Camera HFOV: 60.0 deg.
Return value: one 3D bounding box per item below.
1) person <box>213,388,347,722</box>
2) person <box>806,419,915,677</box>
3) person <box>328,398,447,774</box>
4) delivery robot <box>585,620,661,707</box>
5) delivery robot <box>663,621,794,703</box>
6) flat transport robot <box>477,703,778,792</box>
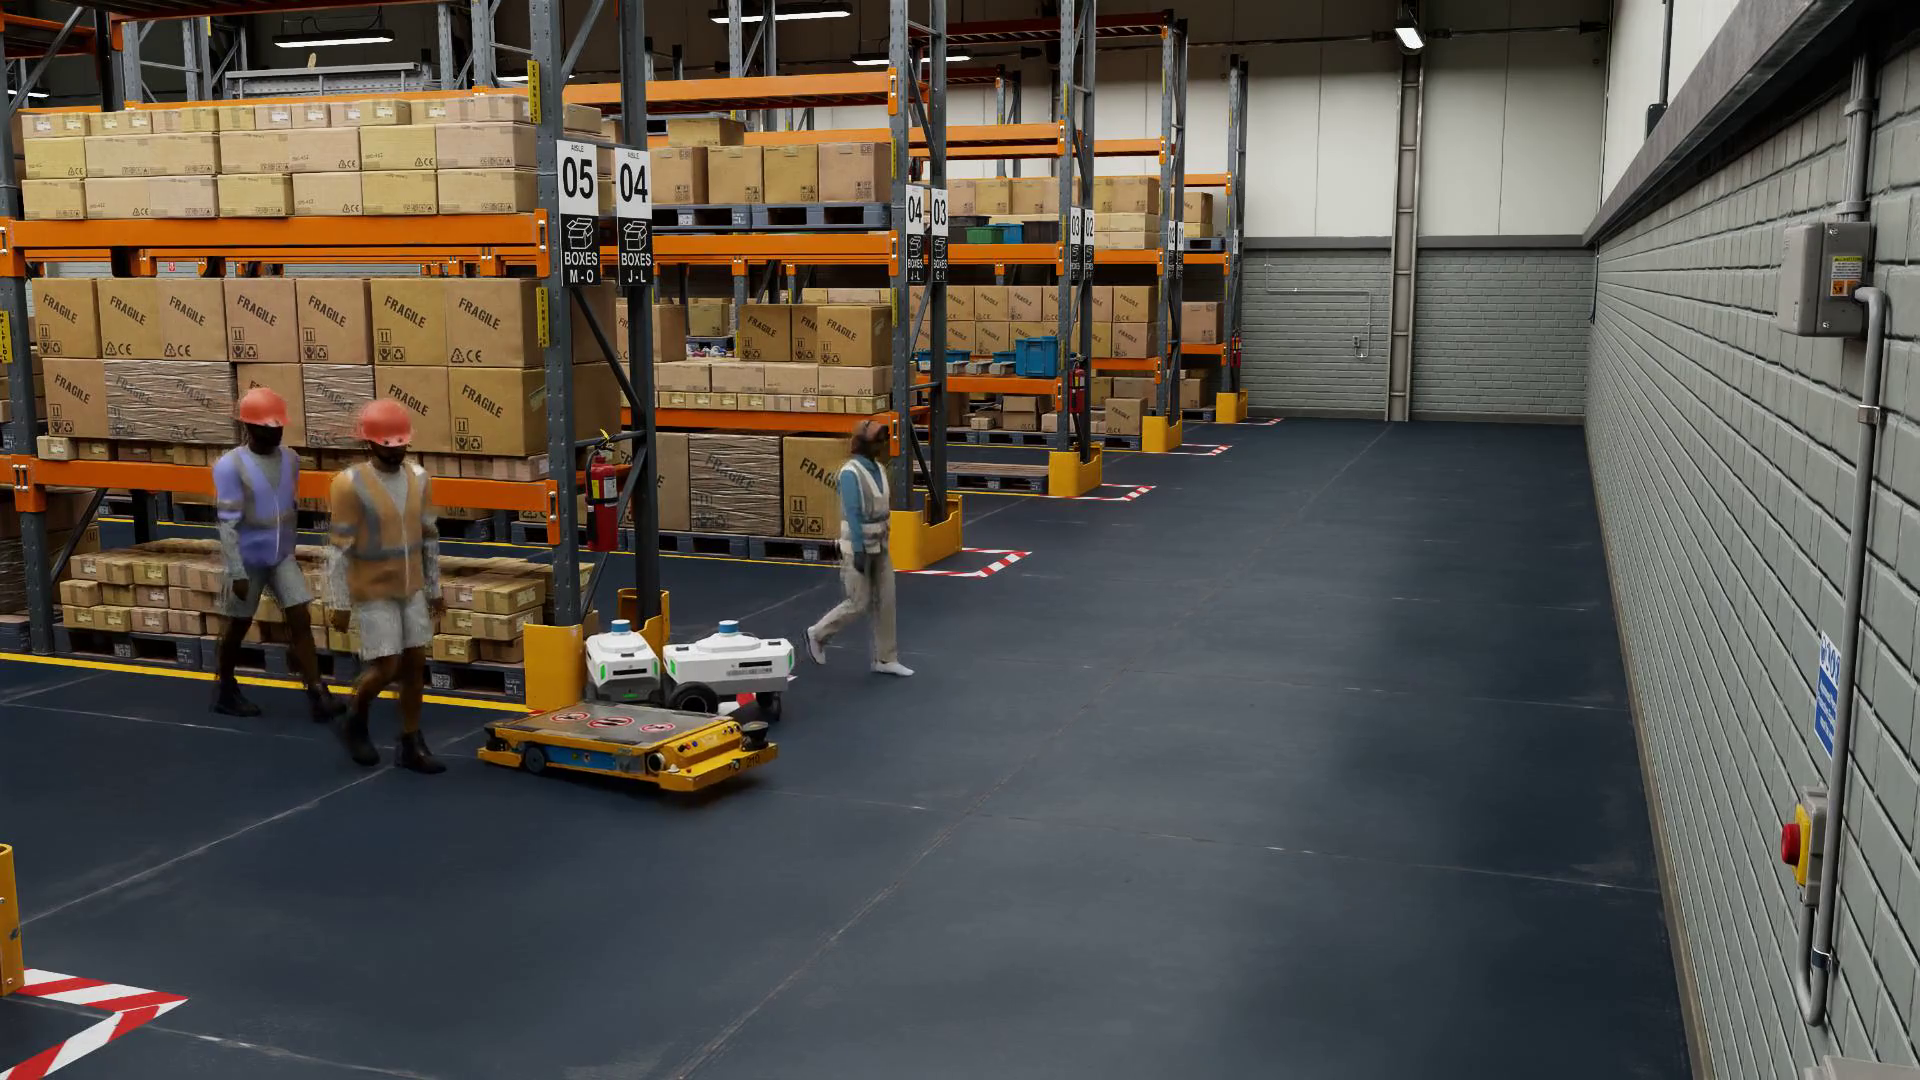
[{"bbox_3d":[-3.839,0.100,9.216,1.011,1.878,0.581,5,10,29],"label":"person"},{"bbox_3d":[-0.624,0.050,10.300,0.623,1.614,0.516,5,10,26],"label":"person"},{"bbox_3d":[-2.834,0.242,8.233,0.545,1.908,0.591,6,11,35],"label":"person"},{"bbox_3d":[-1.898,0.692,9.336,0.477,0.478,0.707,-3,10,-18],"label":"delivery robot"},{"bbox_3d":[-1.292,0.695,9.314,0.707,0.478,0.477,-3,10,-16],"label":"delivery robot"},{"bbox_3d":[-1.689,1.017,8.391,1.431,0.197,0.652,3,10,31],"label":"flat transport robot"}]
